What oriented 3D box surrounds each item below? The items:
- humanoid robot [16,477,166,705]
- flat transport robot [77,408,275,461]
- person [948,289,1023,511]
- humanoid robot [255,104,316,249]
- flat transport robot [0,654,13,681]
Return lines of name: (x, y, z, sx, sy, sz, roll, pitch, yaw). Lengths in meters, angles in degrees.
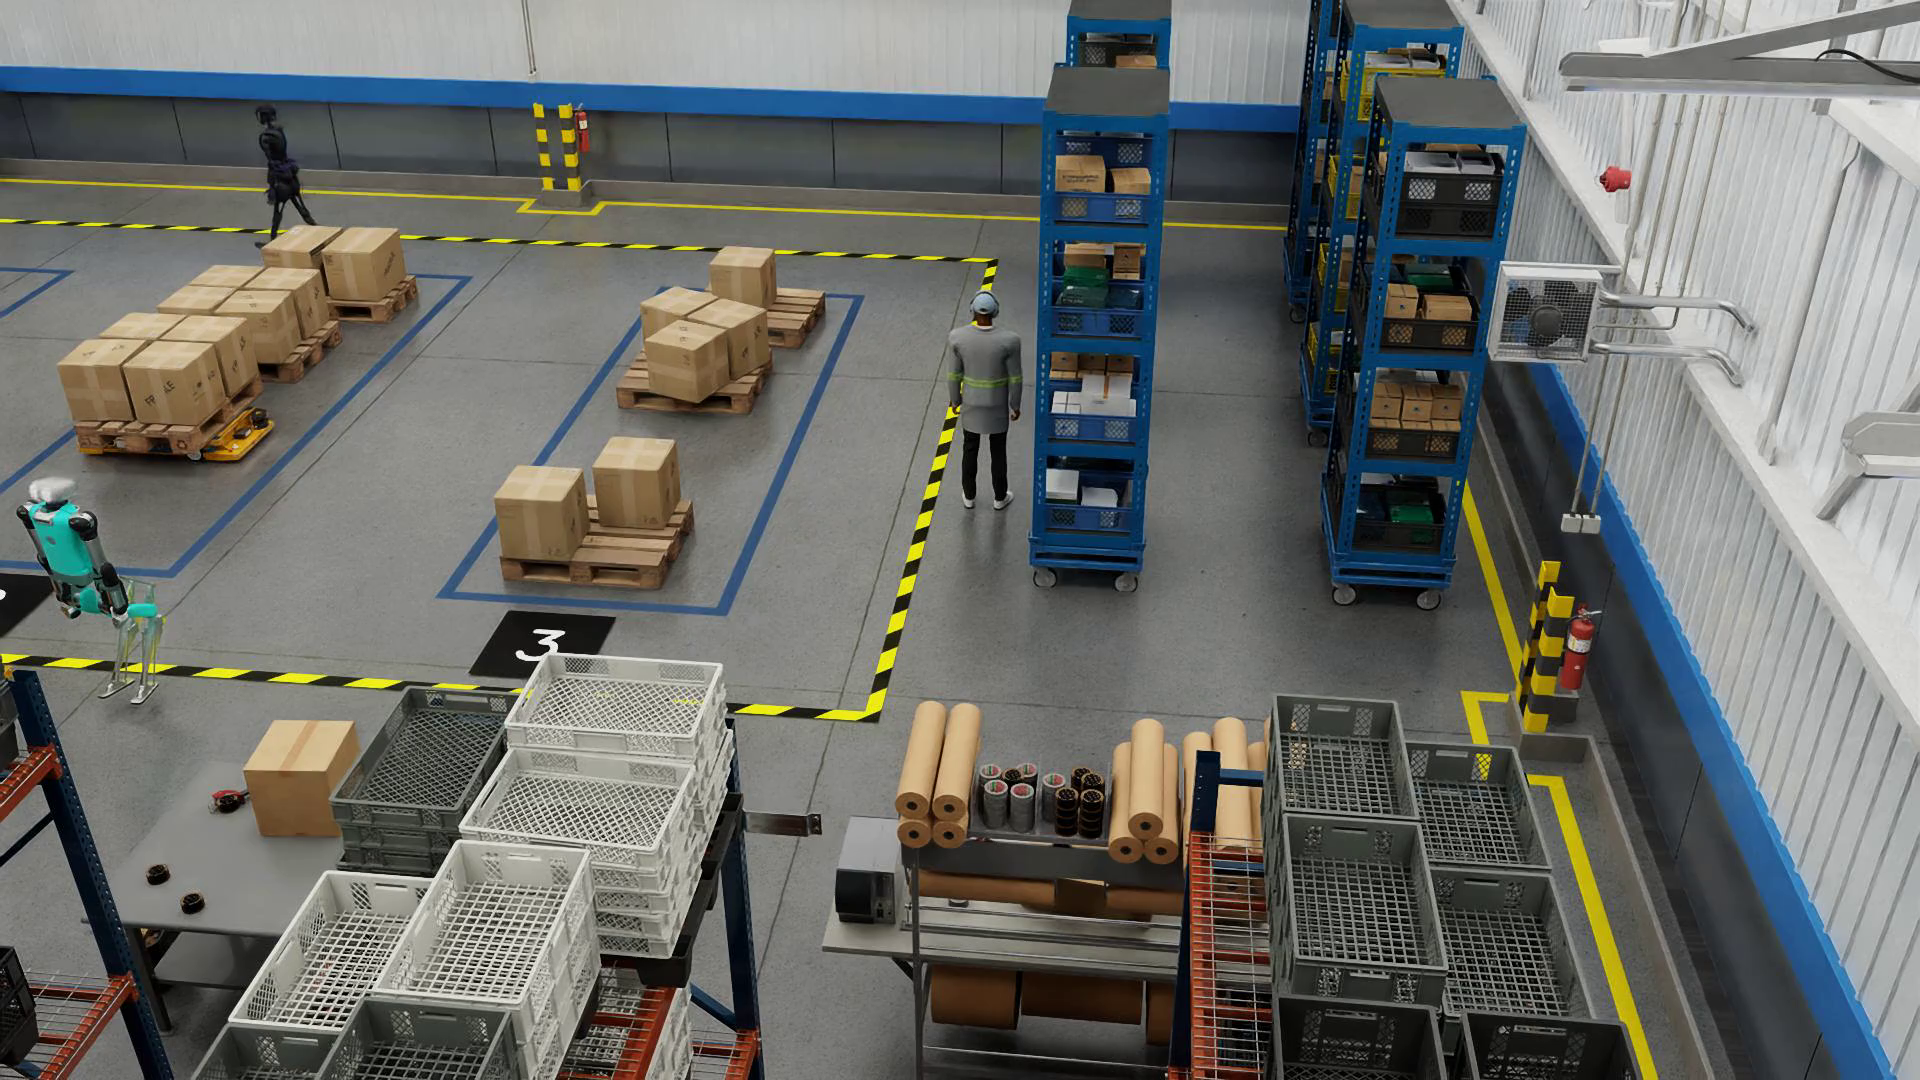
humanoid robot: (-5.439, 0.251, 10.646, 0.533, 1.681, 0.735, 9, 31, 16)
flat transport robot: (-6.728, -0.944, 14.268, 1.431, 0.197, 0.652, 3, 30, 6)
person: (0.200, -1.092, 12.974, 0.588, 1.852, 0.371, 5, 31, 8)
humanoid robot: (-7.385, -3.928, 18.060, 0.776, 1.623, 0.584, -2, 30, -3)
flat transport robot: (-7.142, 0.969, 11.010, 1.431, 0.231, 0.659, 3, 30, 6)
